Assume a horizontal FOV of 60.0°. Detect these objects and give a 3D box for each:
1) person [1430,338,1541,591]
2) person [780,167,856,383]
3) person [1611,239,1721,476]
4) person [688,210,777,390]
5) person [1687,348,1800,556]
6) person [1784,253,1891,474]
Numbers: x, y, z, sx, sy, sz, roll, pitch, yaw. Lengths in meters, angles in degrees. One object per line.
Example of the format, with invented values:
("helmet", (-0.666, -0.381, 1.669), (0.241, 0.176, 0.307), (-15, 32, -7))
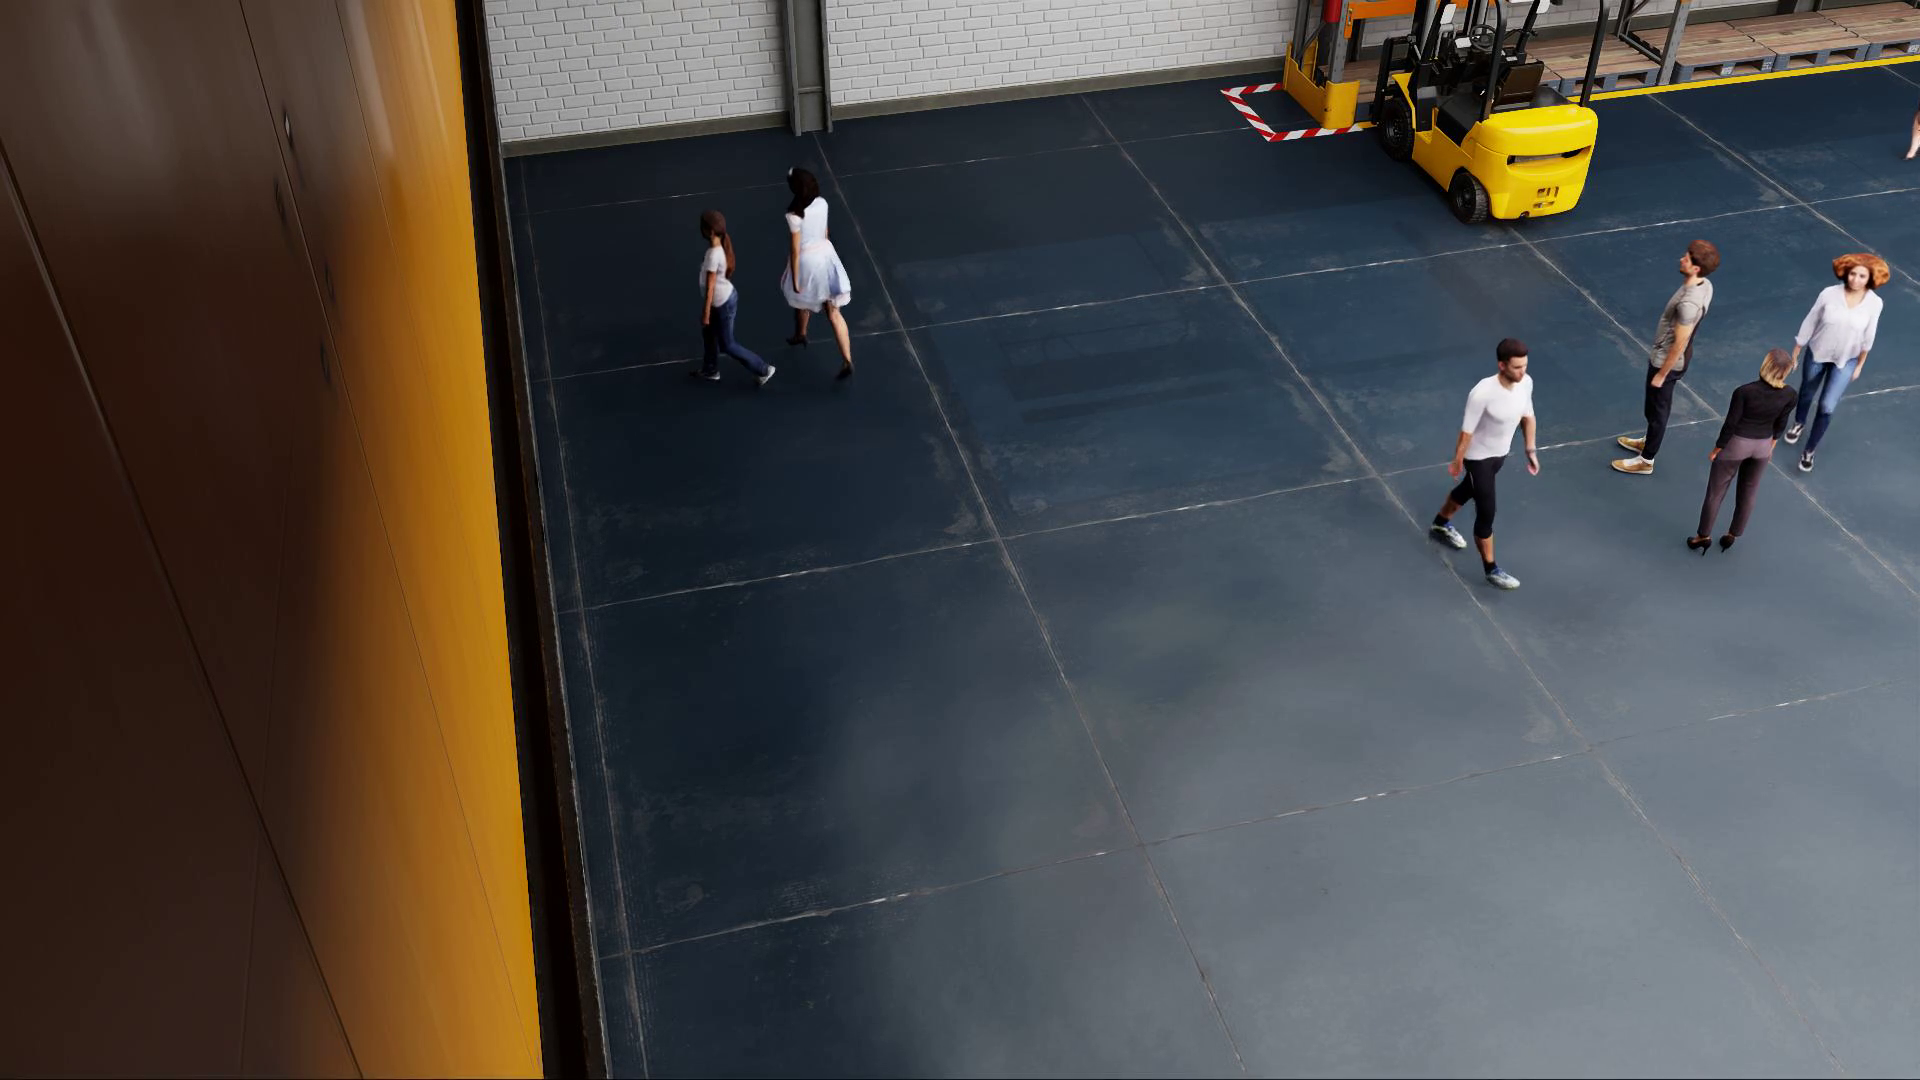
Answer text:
("person", (3.553, -0.633, 11.411), (1.188, 1.811, 0.993), (-22, 44, -26))
("person", (-1.081, -2.059, 13.244), (1.199, 1.753, 1.033), (-29, 47, -31))
("person", (5.222, -1.341, 12.230), (0.781, 1.895, 0.735), (17, 42, 21))
("person", (-1.852, -1.869, 13.177), (1.035, 1.539, 0.731), (2, 39, 3))
("person", (5.410, -0.594, 11.474), (0.543, 1.672, 0.704), (0, 39, 0))
("person", (6.578, -1.429, 12.508), (0.944, 1.685, 1.025), (24, 44, 27))
